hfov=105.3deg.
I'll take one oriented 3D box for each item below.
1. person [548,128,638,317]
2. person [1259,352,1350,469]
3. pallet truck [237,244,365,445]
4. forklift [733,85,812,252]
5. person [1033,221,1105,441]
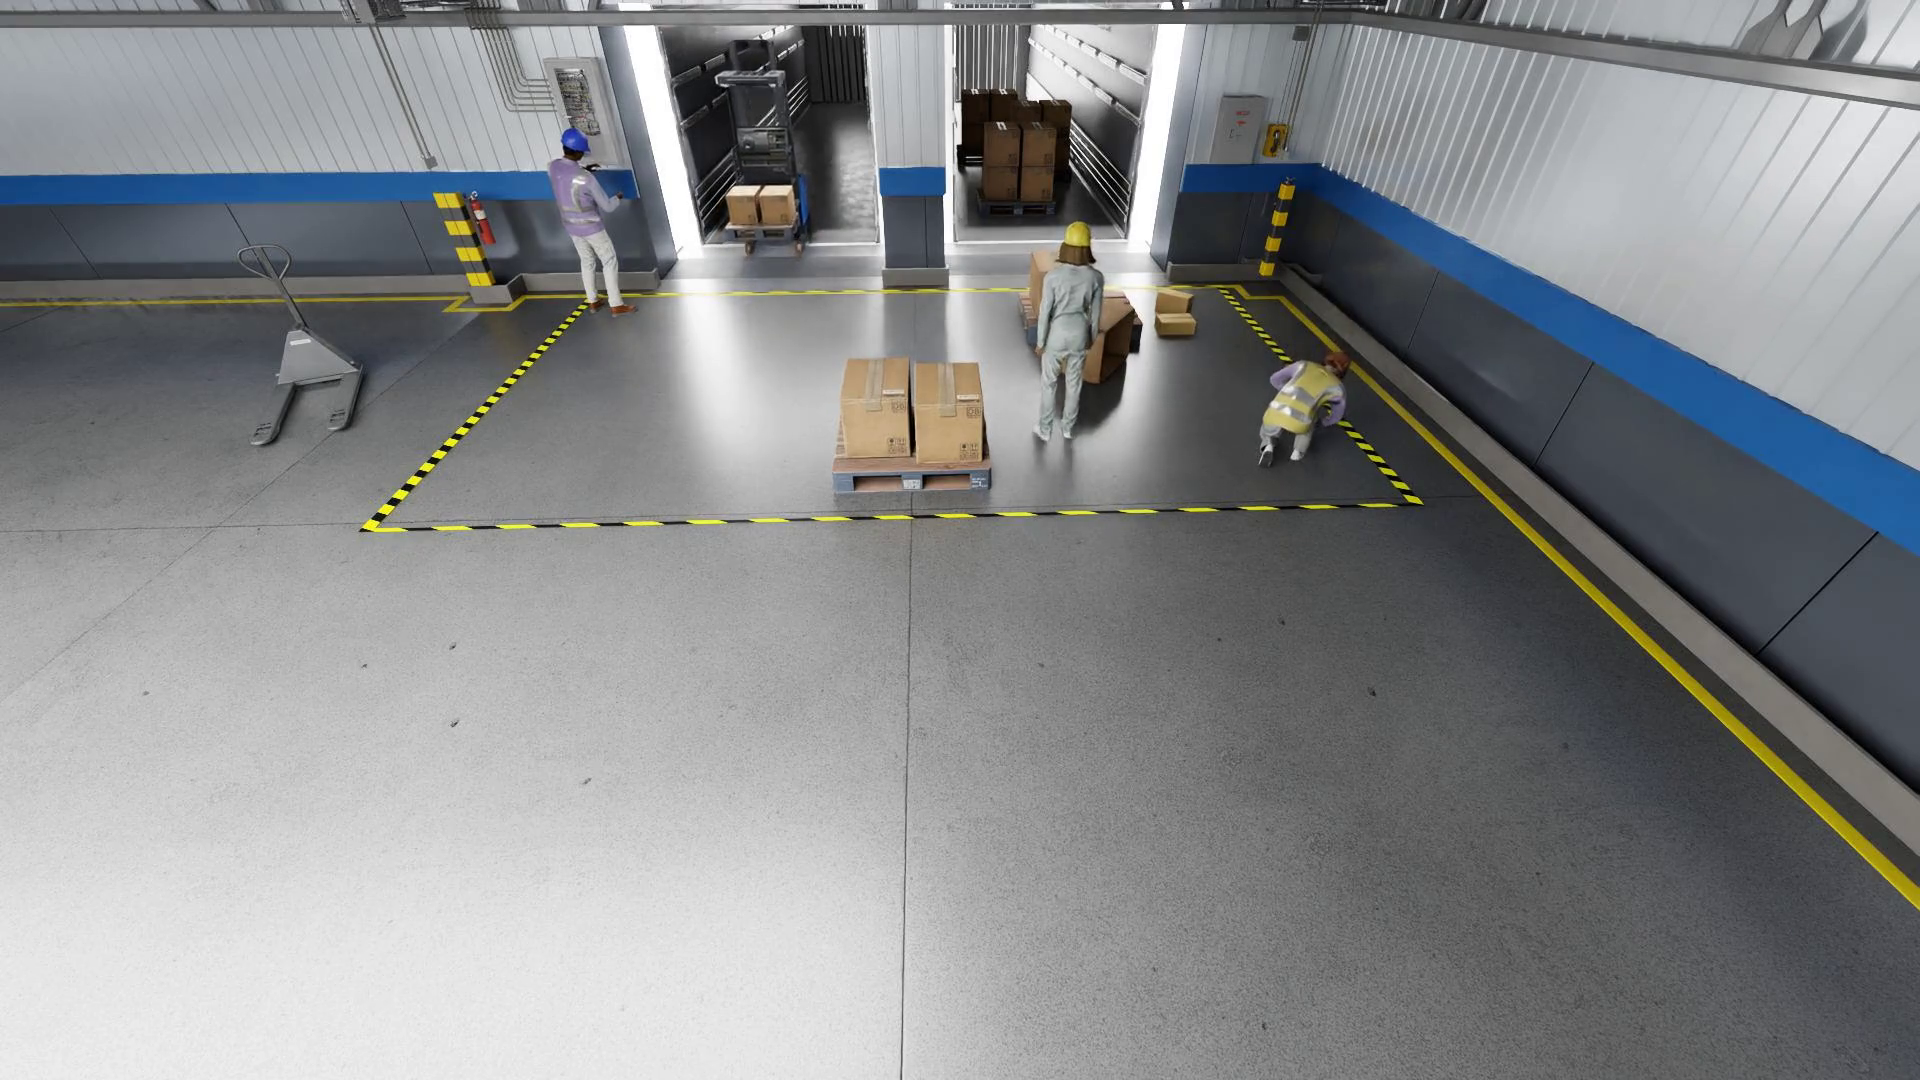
[{"bbox_3d":[-4.025,-3.474,8.038,0.781,1.891,0.701,14,40,17],"label":"person"},{"bbox_3d":[2.704,-1.037,5.892,0.629,0.811,0.928,25,45,28],"label":"person"},{"bbox_3d":[-5.915,-1.733,6.366,0.680,1.201,1.601,-18,42,-21],"label":"pallet truck"},{"bbox_3d":[-2.595,-5.282,10.195,0.716,2.013,0.776,-1,38,-2],"label":"forklift"},{"bbox_3d":[0.847,-1.598,5.802,0.504,1.735,0.317,-4,39,-6],"label":"person"}]
